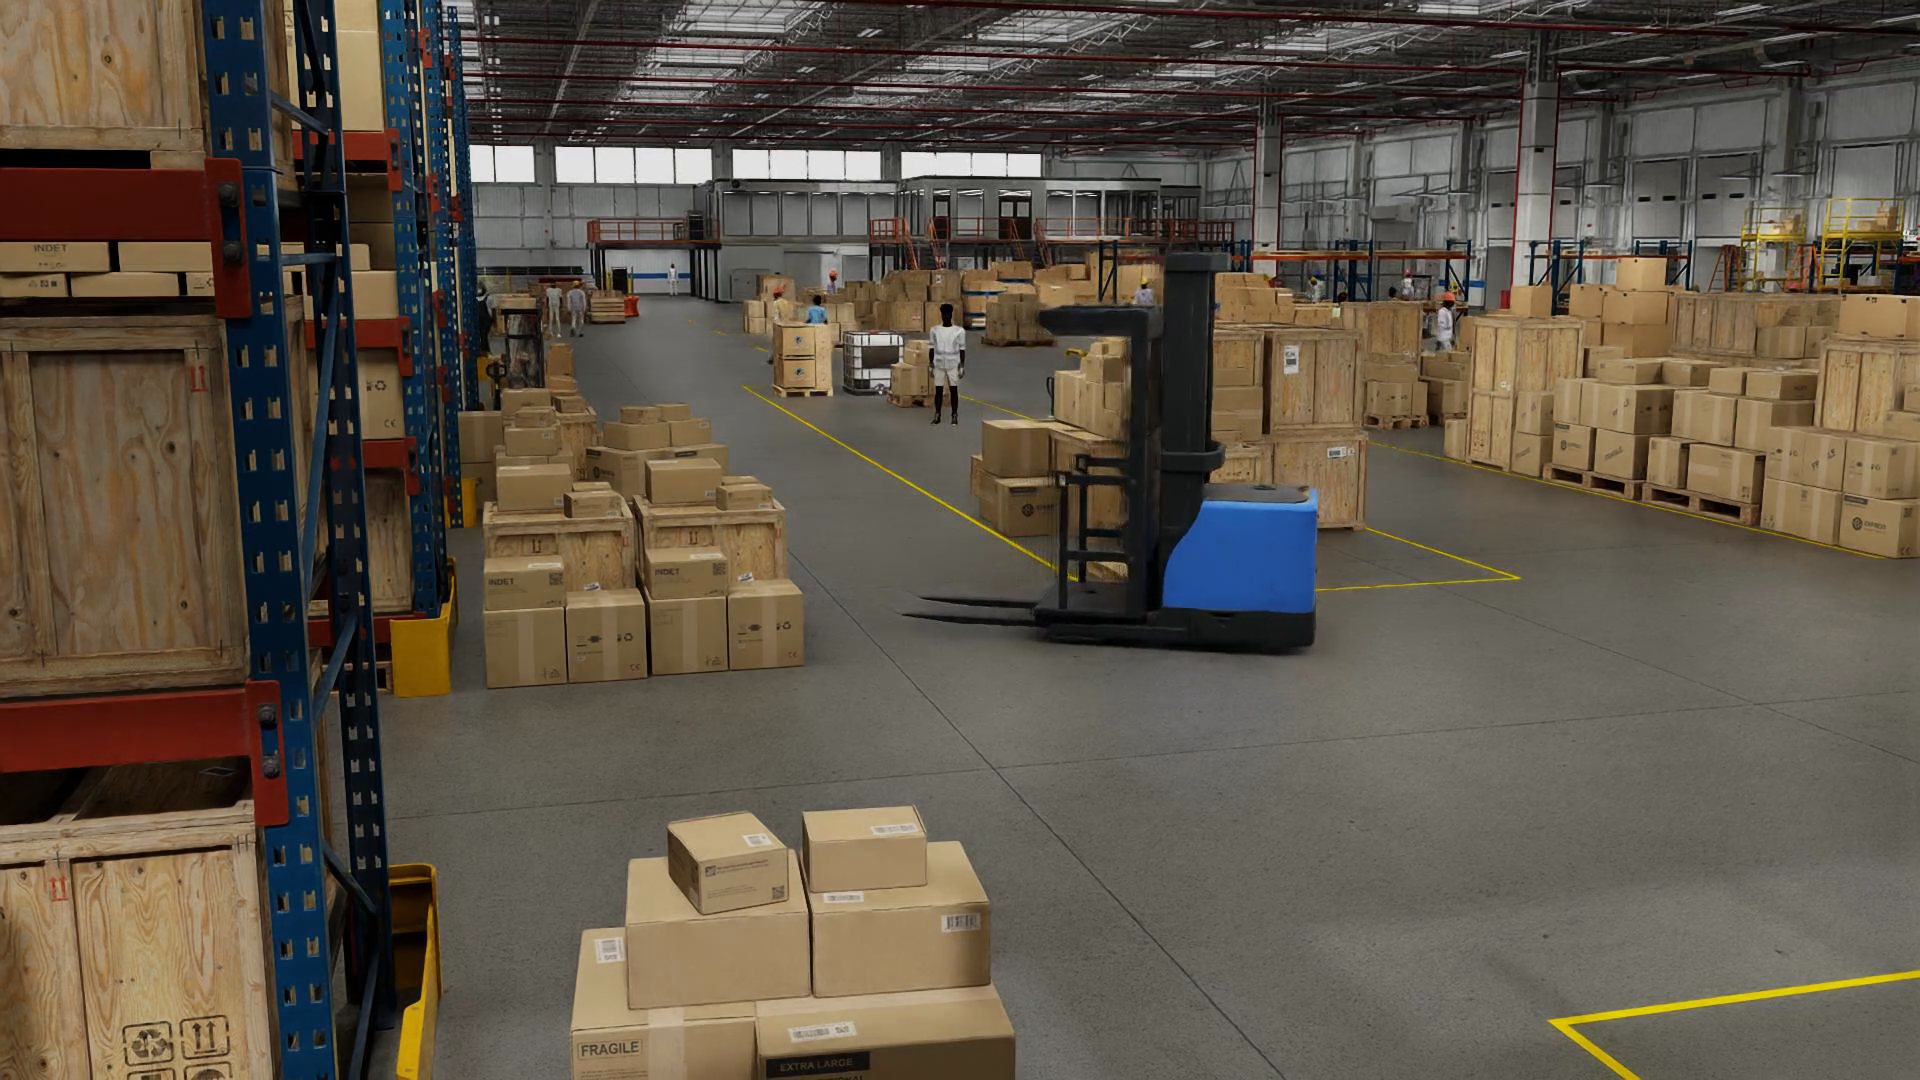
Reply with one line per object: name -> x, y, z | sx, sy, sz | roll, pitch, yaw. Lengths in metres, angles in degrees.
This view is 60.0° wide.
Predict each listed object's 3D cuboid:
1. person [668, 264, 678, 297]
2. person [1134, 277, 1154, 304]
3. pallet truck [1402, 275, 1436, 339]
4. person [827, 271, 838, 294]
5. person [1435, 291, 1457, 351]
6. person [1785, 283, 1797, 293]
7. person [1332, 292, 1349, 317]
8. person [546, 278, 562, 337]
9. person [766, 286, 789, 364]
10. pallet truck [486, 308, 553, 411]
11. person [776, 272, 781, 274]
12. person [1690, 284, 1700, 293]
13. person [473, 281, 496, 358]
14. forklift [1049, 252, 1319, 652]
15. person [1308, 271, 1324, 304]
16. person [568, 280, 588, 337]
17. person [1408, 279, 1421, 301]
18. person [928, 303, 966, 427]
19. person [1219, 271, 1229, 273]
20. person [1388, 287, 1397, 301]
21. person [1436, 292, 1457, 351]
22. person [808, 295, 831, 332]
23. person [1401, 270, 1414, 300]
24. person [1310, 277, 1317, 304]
person -> -16.319, -14.763, 94.591 | 0.573, 1.883, 0.353 | -2, 10, -11
person -> 5.700, -7.203, 51.716 | 0.622, 1.900, 0.498 | 4, 11, 23
pallet truck -> 14.620, -7.324, 52.145 | 0.823, 1.965, 1.885 | 8, 13, 40
person -> -4.395, -8.291, 57.539 | 0.402, 2.036, 0.601 | 0, 10, 3
person -> 11.759, -5.121, 40.274 | 0.523, 1.802, 0.943 | 6, 12, 31
person -> 21.884, -5.852, 44.070 | 0.856, 1.899, 0.557 | 9, 13, 41
person -> 7.928, -4.200, 34.682 | 0.392, 1.919, 0.591 | -4, 11, -23
person -> -12.851, -7.347, 52.656 | 0.508, 1.865, 0.329 | -1, 10, -8
person -> -4.422, -5.207, 40.407 | 0.816, 1.902, 0.556 | 7, 12, 36
pallet truck -> -6.242, -2.418, 24.362 | 0.823, 1.965, 1.885 | 1, 10, 3
person -> -7.157, -9.605, 65.467 | 0.325, 1.860, 0.518 | -10, 14, -44
person -> 18.093, -5.340, 41.081 | 0.632, 1.936, 0.359 | 4, 11, 22
person -> -12.223, -5.657, 42.585 | 0.687, 2.000, 1.007 | 2, 10, 13
forklift -> 1.674, -0.694, 12.101 | 1.873, 2.768, 1.129 | 2, 10, 12
person -> 13.698, -9.388, 64.038 | 0.613, 1.929, 0.504 | 6, 12, 32
person -> -12.090, -7.308, 52.576 | 0.588, 1.816, 0.473 | 0, 10, 3
person -> 14.797, -7.589, 54.151 | 0.429, 1.832, 0.653 | 4, 11, 20
person -> -0.213, -2.791, 26.561 | 0.603, 1.967, 0.366 | 2, 10, 11
person -> 14.253, -13.879, 89.352 | 0.629, 1.971, 0.661 | 6, 11, 29
person -> 12.851, -6.644, 49.205 | 0.711, 1.670, 0.535 | -1, 10, -4
person -> 10.244, -4.227, 34.827 | 0.627, 1.915, 0.566 | 6, 12, 30
person -> -3.542, -5.279, 41.555 | 0.536, 1.649, 0.887 | 7, 12, 36
person -> 18.202, -10.012, 67.571 | 0.568, 1.919, 0.473 | 5, 11, 28
person -> 12.955, -8.769, 61.048 | 0.307, 1.743, 0.494 | 0, 10, -2
